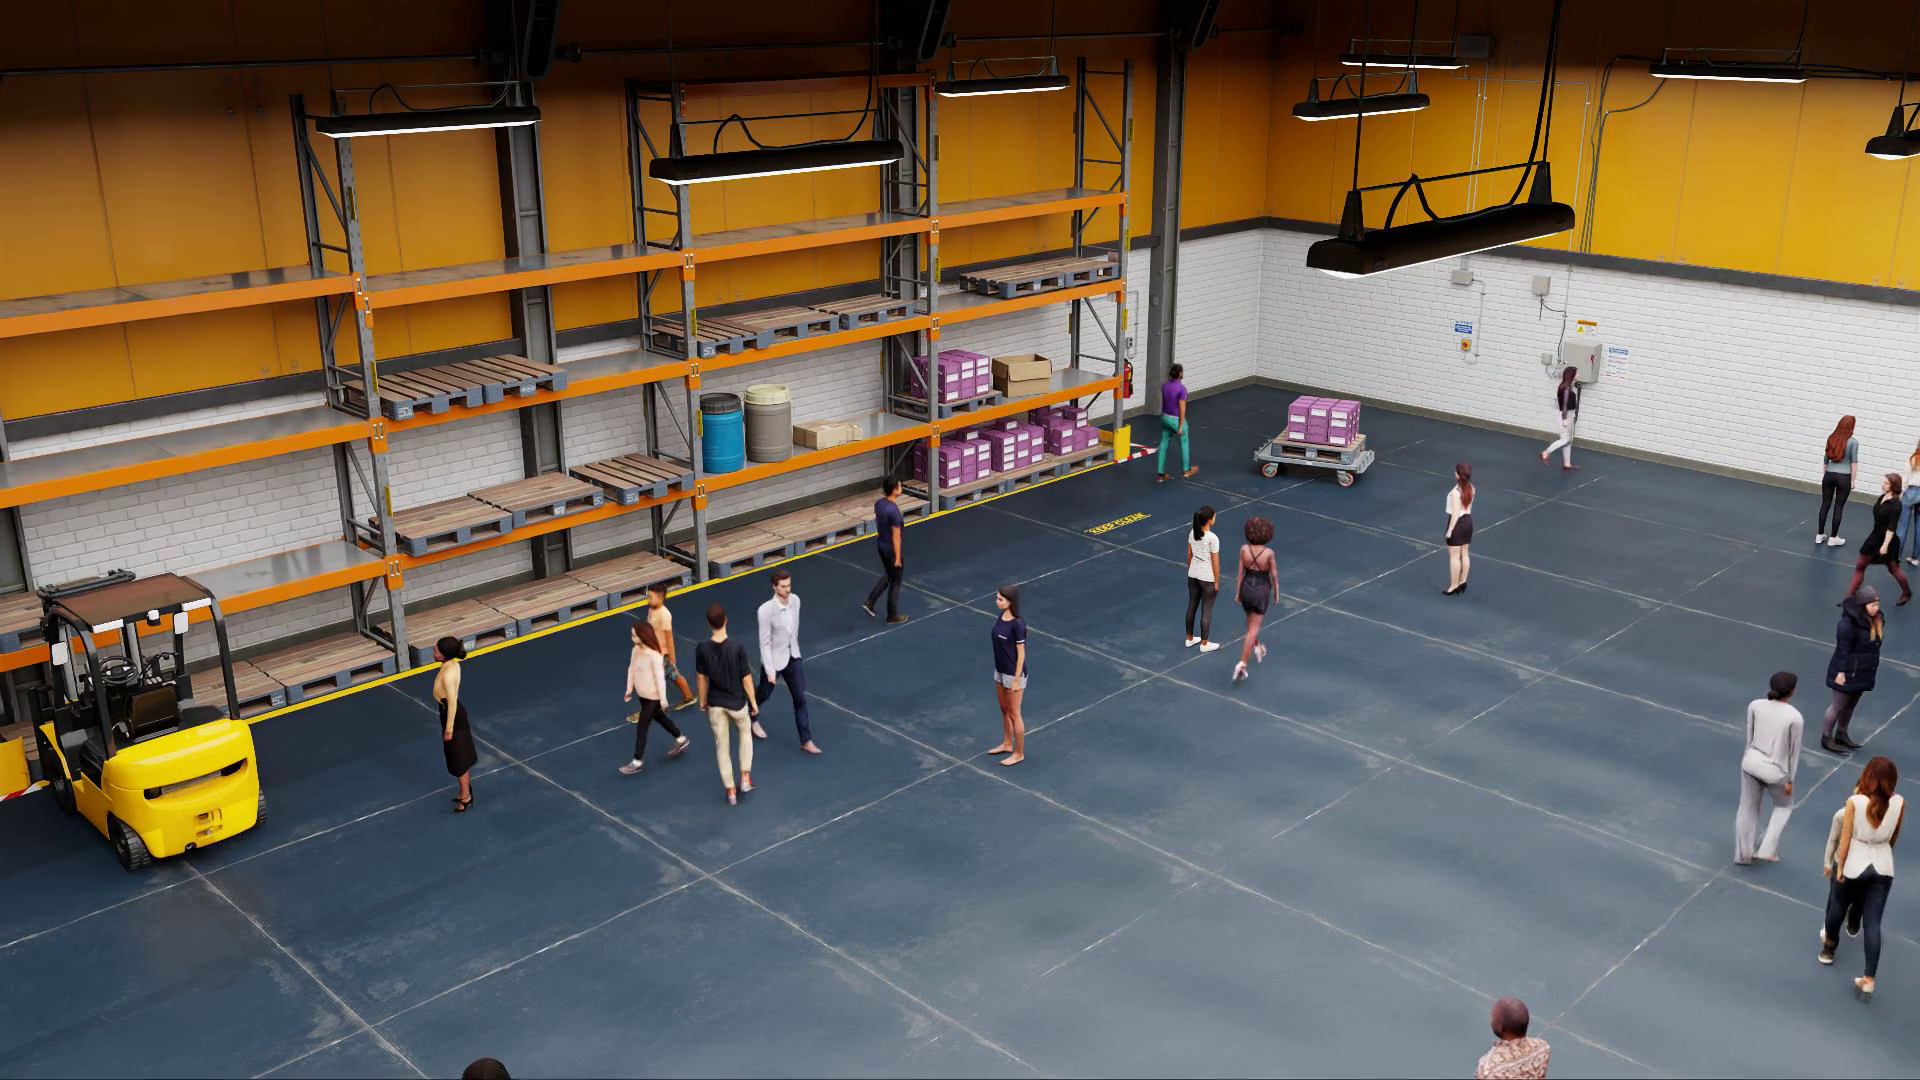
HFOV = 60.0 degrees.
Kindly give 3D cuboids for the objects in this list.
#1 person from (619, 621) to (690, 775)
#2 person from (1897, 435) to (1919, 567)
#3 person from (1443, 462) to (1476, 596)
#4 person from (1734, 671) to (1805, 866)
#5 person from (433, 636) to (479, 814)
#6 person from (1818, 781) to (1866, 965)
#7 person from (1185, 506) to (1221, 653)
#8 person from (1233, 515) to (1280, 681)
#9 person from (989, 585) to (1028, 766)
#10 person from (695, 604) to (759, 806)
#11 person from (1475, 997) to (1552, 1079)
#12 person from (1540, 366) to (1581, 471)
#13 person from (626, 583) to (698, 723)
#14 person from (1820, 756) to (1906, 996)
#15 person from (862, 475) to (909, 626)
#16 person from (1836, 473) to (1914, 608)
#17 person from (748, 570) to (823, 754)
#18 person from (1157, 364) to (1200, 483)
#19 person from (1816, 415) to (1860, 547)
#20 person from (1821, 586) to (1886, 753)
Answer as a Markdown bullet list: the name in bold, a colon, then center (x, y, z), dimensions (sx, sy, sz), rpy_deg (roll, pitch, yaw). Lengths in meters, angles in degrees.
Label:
- **person**: center (-2.855, 1.447, 15.637), dimensions (1.025, 1.442, 0.615), rpy_deg (-16, 24, -39)
- **person**: center (12.103, -0.524, 21.040), dimensions (0.643, 1.729, 0.681), rpy_deg (2, 19, 6)
- **person**: center (6.007, -0.133, 20.005), dimensions (0.458, 1.648, 0.626), rpy_deg (-16, 24, -39)
- **person**: center (6.646, 1.924, 13.779), dimensions (0.654, 1.724, 0.660), rpy_deg (-15, 24, -37)
- **person**: center (-4.496, 1.626, 14.774), dimensions (0.691, 1.653, 0.660), rpy_deg (-4, 19, -11)
- **person**: center (6.775, 2.474, 12.576), dimensions (0.685, 1.449, 0.888), rpy_deg (11, 22, 30)
- **person**: center (2.681, 0.414, 18.387), dimensions (0.536, 1.645, 0.584), rpy_deg (-15, 24, -37)
- **person**: center (3.080, 0.654, 17.527), dimensions (0.751, 1.738, 1.148), rpy_deg (11, 22, 30)
- **person**: center (0.476, 1.256, 15.695), dimensions (0.630, 1.766, 0.648), rpy_deg (-8, 20, -24)
- **person**: center (-2.091, 1.512, 14.838), dimensions (0.808, 1.829, 0.878), rpy_deg (0, 19, -1)
- **person**: center (3.053, 3.372, 9.341), dimensions (0.609, 1.811, 0.791), rpy_deg (-11, 22, -30)
- **person**: center (9.104, -1.819, 25.091), dimensions (0.882, 1.596, 0.885), rpy_deg (7, 20, 20)
- **person**: center (-2.931, 1.107, 16.680), dimensions (1.054, 1.421, 0.715), rpy_deg (-10, 21, -28)
- **person**: center (6.657, 2.469, 12.140), dimensions (0.968, 1.737, 1.177), rpy_deg (4, 19, 12)
- **person**: center (-0.874, 0.135, 18.999), dimensions (0.846, 1.783, 0.737), rpy_deg (-11, 22, -30)
- **person**: center (10.879, 0.055, 19.434), dimensions (1.151, 1.656, 1.072), rpy_deg (-1, 19, -2)
- **person**: center (-1.789, 1.137, 15.994), dimensions (1.158, 1.801, 0.804), rpy_deg (-16, 24, -39)
- **person**: center (3.080, -1.698, 24.512), dimensions (0.669, 1.737, 1.009), rpy_deg (15, 24, 37)
- **person**: center (11.508, -0.792, 21.812), dimensions (0.580, 1.743, 0.620), rpy_deg (-13, 23, -34)
- **person**: center (8.545, 1.224, 15.935), dimensions (0.675, 1.675, 0.799), rpy_deg (-10, 21, -26)
